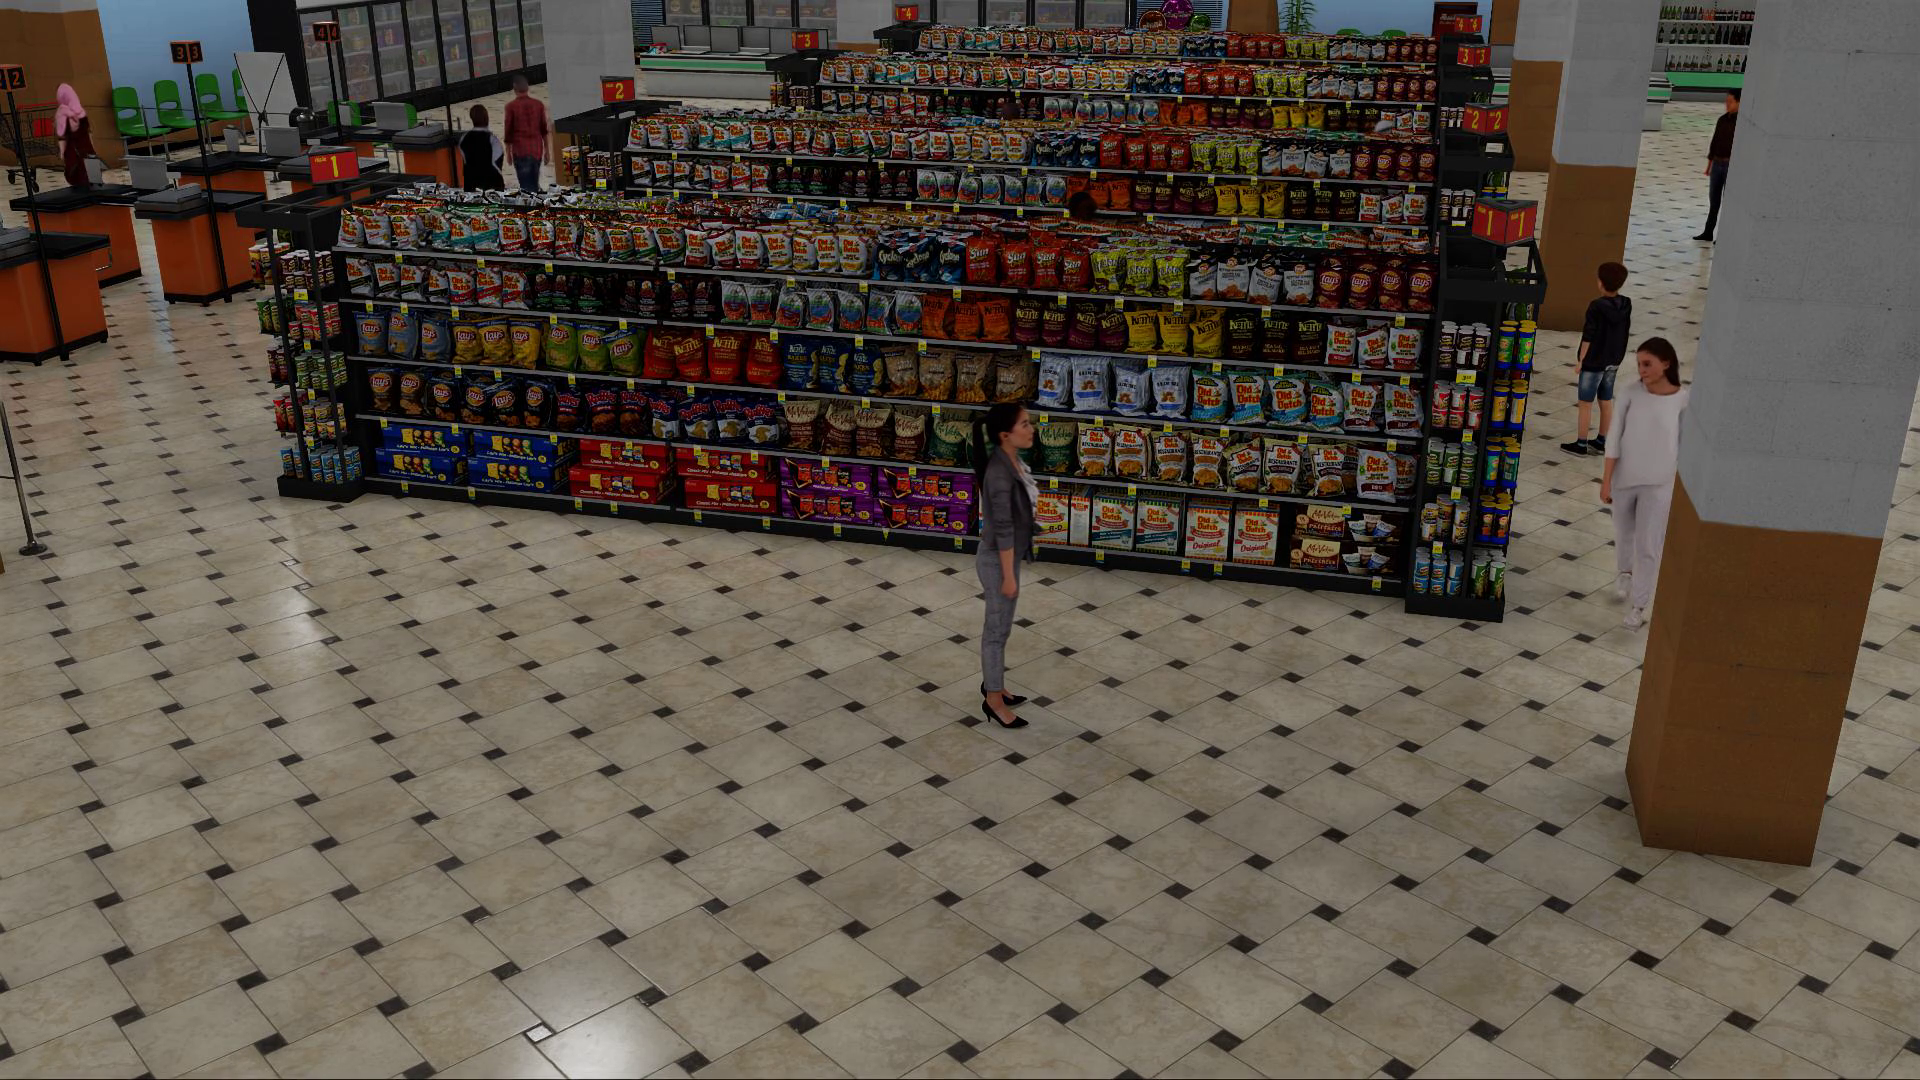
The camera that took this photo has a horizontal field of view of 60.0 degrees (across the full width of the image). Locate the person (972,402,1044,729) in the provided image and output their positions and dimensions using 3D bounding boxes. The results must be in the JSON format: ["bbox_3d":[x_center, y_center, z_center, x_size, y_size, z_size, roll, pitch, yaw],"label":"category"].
[{"bbox_3d":[0.210,0.113,8.336,0.629,1.678,0.652,2,22,4],"label":"person"}]

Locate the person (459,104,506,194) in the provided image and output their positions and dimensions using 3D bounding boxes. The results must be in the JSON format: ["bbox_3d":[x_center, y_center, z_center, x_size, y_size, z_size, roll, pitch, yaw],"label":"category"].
[{"bbox_3d":[-5.061,-3.638,17.506,1.120,1.801,0.802,4,22,9],"label":"person"}]

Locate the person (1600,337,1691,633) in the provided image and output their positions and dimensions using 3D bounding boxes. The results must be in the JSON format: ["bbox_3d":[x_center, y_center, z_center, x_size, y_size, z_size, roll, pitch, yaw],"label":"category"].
[{"bbox_3d":[3.920,-0.350,9.538,1.076,1.641,0.877,12,25,27],"label":"person"}]

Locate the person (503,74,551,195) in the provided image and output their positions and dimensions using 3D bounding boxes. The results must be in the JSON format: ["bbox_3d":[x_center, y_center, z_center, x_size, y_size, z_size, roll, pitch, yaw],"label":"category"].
[{"bbox_3d":[-5.172,-4.638,20.003,1.178,1.794,1.291,-16,27,-34],"label":"person"}]

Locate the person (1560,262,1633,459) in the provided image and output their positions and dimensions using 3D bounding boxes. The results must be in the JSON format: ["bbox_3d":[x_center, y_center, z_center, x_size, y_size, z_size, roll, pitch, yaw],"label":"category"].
[{"bbox_3d":[4.707,-1.329,12.234,0.604,1.447,0.685,-7,23,-18],"label":"person"}]

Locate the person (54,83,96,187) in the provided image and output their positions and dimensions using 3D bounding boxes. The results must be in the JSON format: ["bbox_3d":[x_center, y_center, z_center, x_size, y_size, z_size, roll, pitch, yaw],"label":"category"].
[{"bbox_3d":[-10.965,-4.859,20.786,0.884,1.622,0.652,6,23,15],"label":"person"}]

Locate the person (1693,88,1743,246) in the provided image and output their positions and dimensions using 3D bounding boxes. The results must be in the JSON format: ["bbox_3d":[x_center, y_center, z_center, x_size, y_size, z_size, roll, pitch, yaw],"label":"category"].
[{"bbox_3d":[8.880,-4.322,19.239,0.747,1.778,0.711,-10,24,-23],"label":"person"}]
